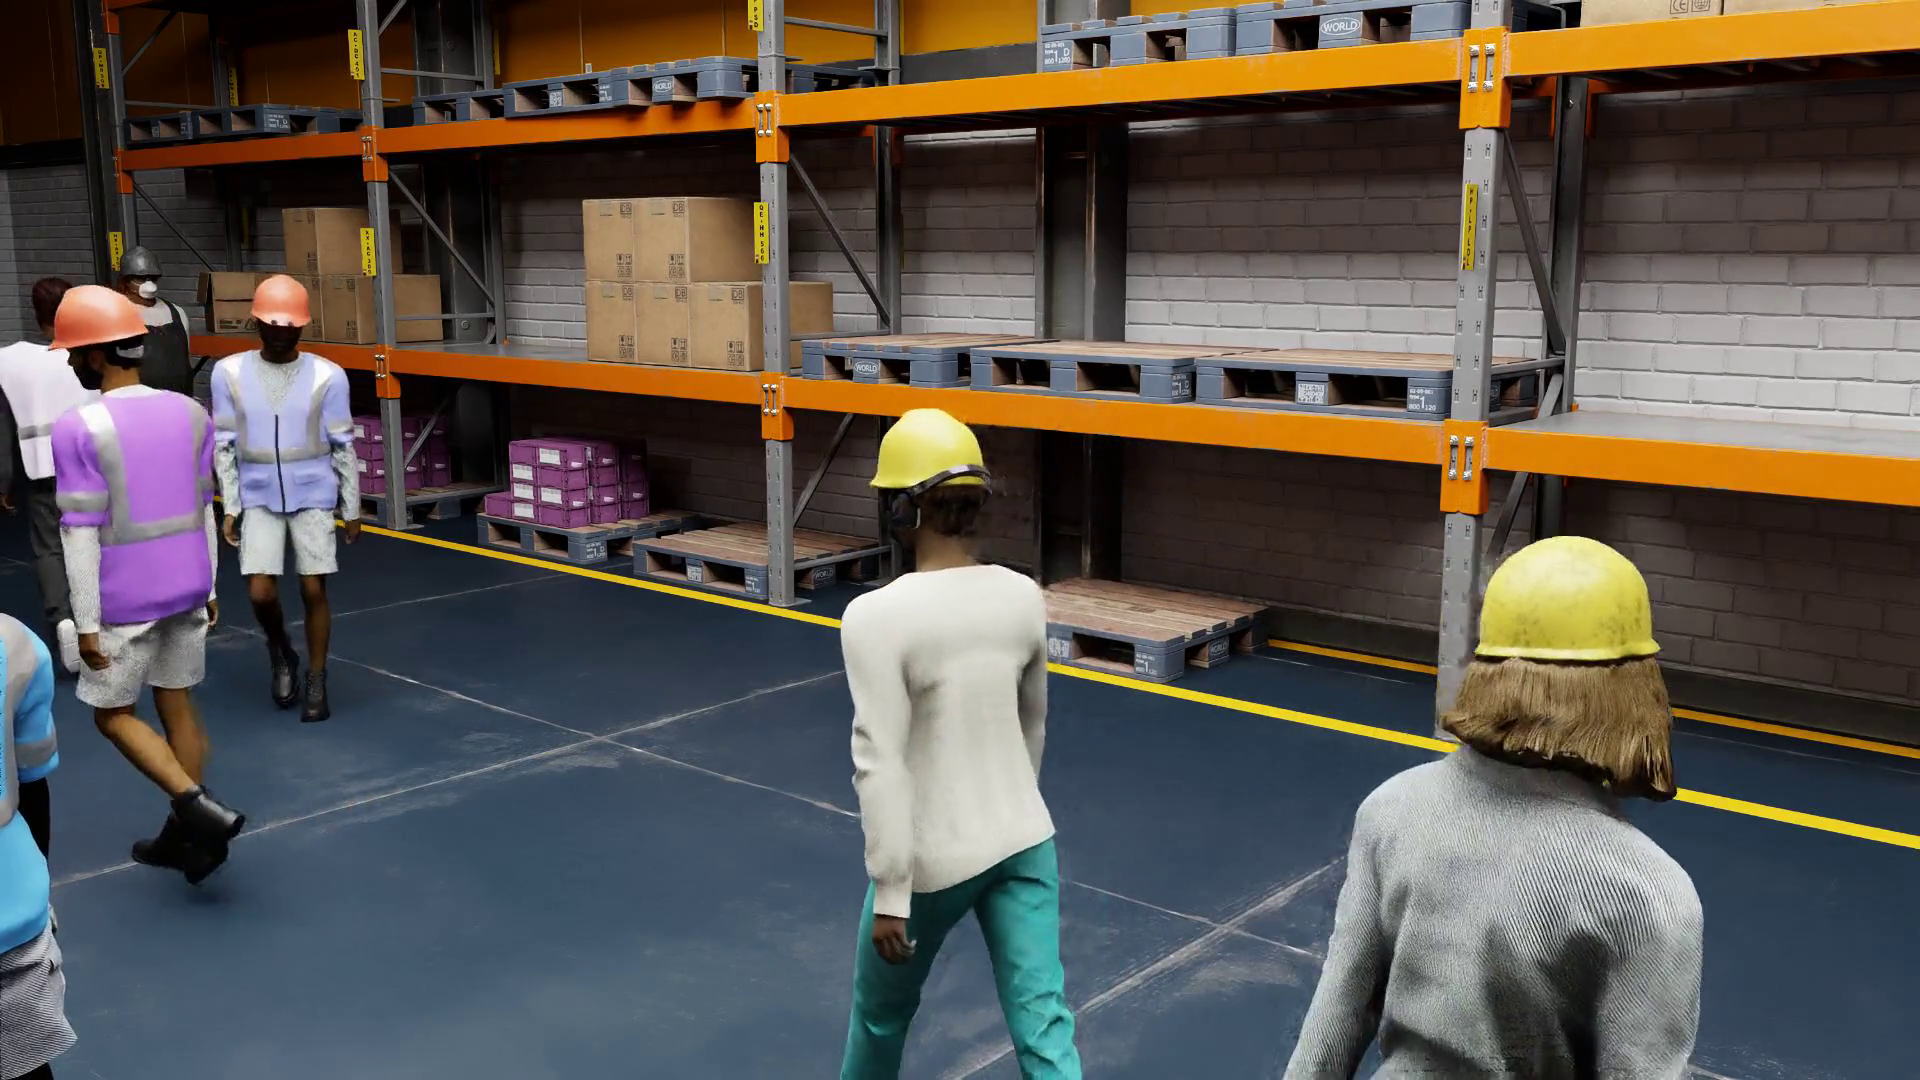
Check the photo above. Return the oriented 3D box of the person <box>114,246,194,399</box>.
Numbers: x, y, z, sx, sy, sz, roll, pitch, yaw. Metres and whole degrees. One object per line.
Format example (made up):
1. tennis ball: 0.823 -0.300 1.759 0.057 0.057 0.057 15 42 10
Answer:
1. person: -5.255 -0.890 10.848 0.537 2.000 0.679 6 12 32

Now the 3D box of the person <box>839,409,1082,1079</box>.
1. person: -0.029 0.598 3.304 0.538 1.701 0.952 -8 13 -39

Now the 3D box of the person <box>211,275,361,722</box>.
1. person: -2.837 -0.157 7.042 0.572 1.912 0.502 -3 10 -15

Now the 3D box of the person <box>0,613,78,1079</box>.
1. person: -1.763 0.688 2.835 0.318 1.698 0.539 4 11 20

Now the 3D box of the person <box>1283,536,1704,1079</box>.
1. person: 0.594 0.841 2.016 0.938 1.691 0.518 -5 11 -26

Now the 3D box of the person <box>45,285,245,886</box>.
1. person: -2.503 0.169 5.198 0.572 1.915 0.570 5 11 28

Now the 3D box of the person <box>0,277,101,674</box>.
1. person: -4.287 -0.308 7.972 0.600 1.894 0.817 -6 11 -29
